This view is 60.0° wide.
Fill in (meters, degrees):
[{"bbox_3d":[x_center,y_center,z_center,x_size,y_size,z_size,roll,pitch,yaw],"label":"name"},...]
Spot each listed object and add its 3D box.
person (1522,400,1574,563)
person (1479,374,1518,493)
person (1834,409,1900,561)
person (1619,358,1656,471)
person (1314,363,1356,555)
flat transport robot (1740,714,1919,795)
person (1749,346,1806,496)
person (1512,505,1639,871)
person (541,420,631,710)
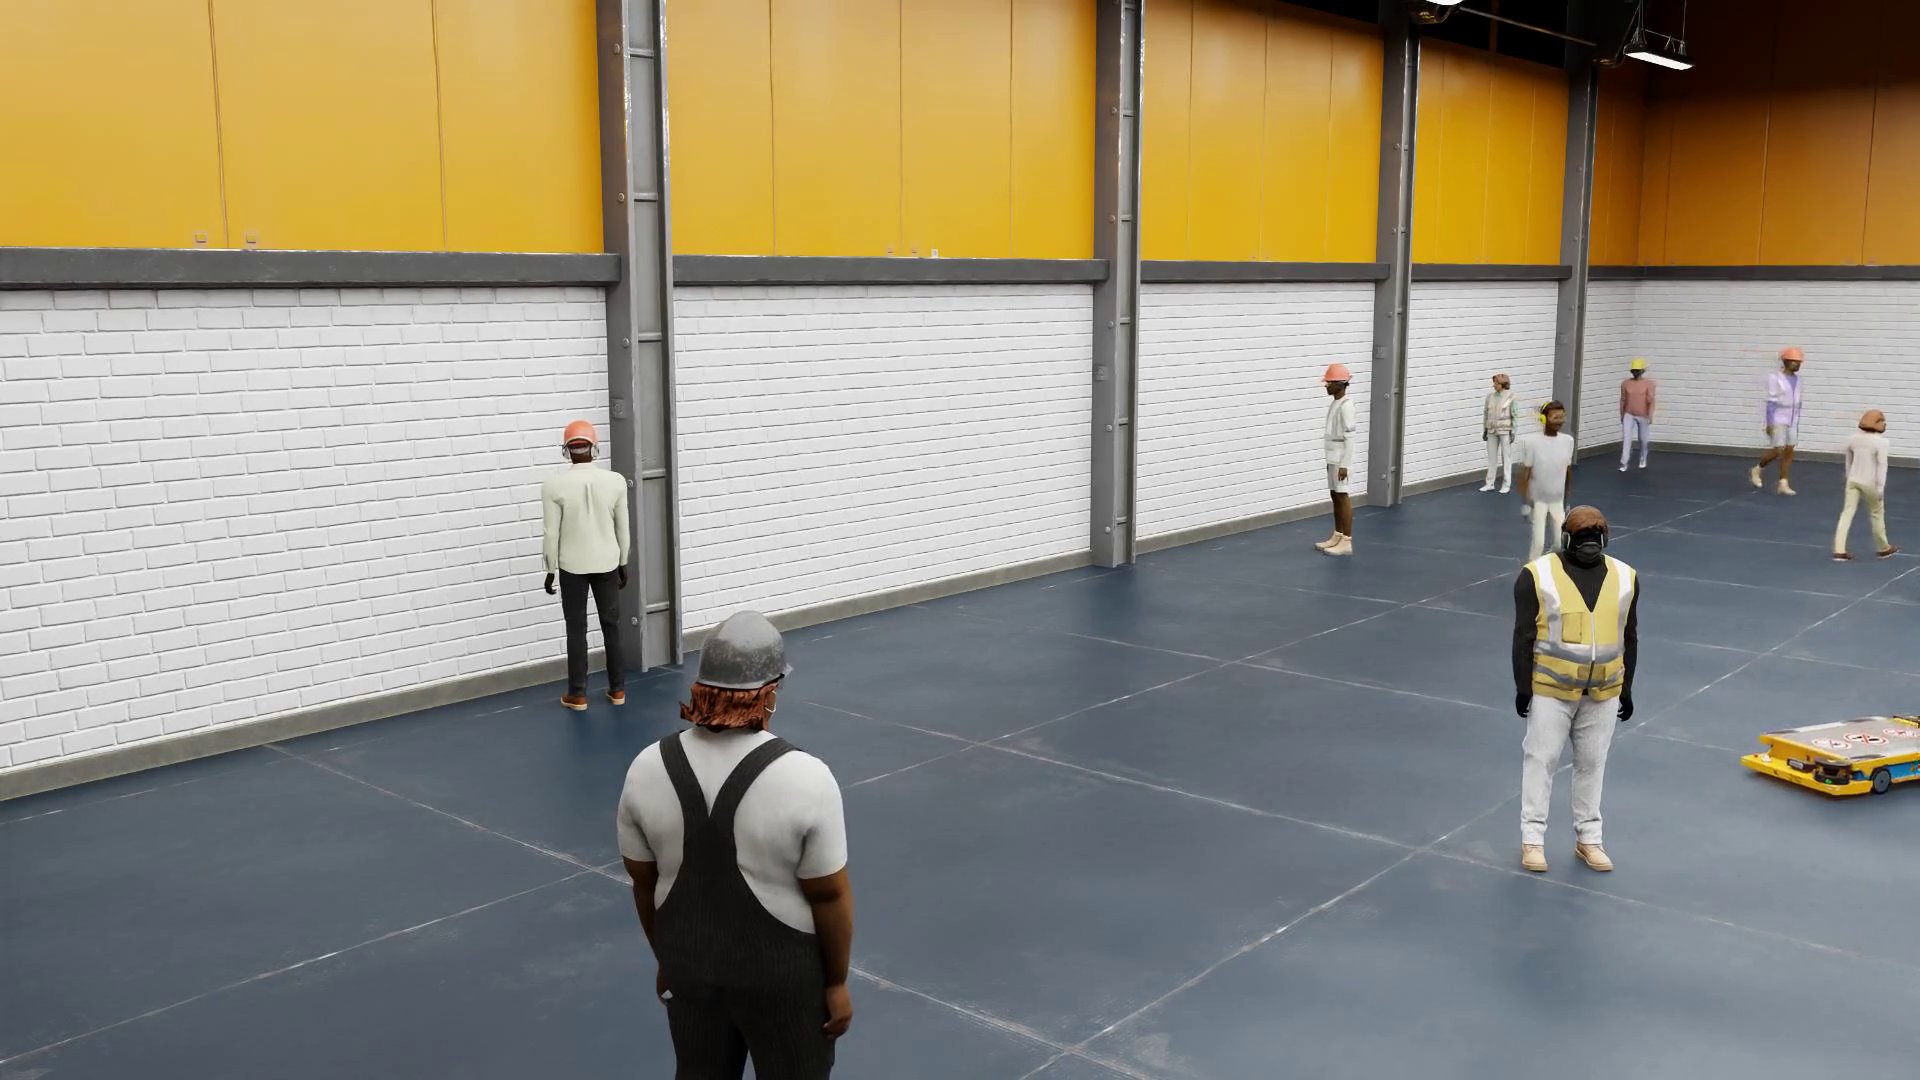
[{"bbox_3d":[5.322,-0.351,15.124,0.501,1.862,0.437,-1,9,-6],"label":"person"},{"bbox_3d":[7.392,-1.456,22.769,0.314,1.636,0.516,-7,11,-37],"label":"person"},{"bbox_3d":[9.484,-0.574,17.353,0.842,1.580,0.519,-4,10,-24],"label":"person"},{"bbox_3d":[10.395,-1.931,25.496,0.536,1.722,0.919,6,11,34],"label":"person"},{"bbox_3d":[4.013,-0.858,17.741,0.396,2.042,0.611,0,9,-1],"label":"person"},{"bbox_3d":[5.453,1.268,9.935,1.431,0.197,0.652,-4,10,-23],"label":"flat transport robot"},{"bbox_3d":[11.119,-1.615,22.538,0.633,2.028,0.583,-3,9,-17],"label":"person"},{"bbox_3d":[3.080,0.742,8.325,0.627,1.844,0.429,0,9,-1],"label":"person"},{"bbox_3d":[-2.572,0.174,11.441,0.613,1.985,0.402,-5,10,-27],"label":"person"}]
